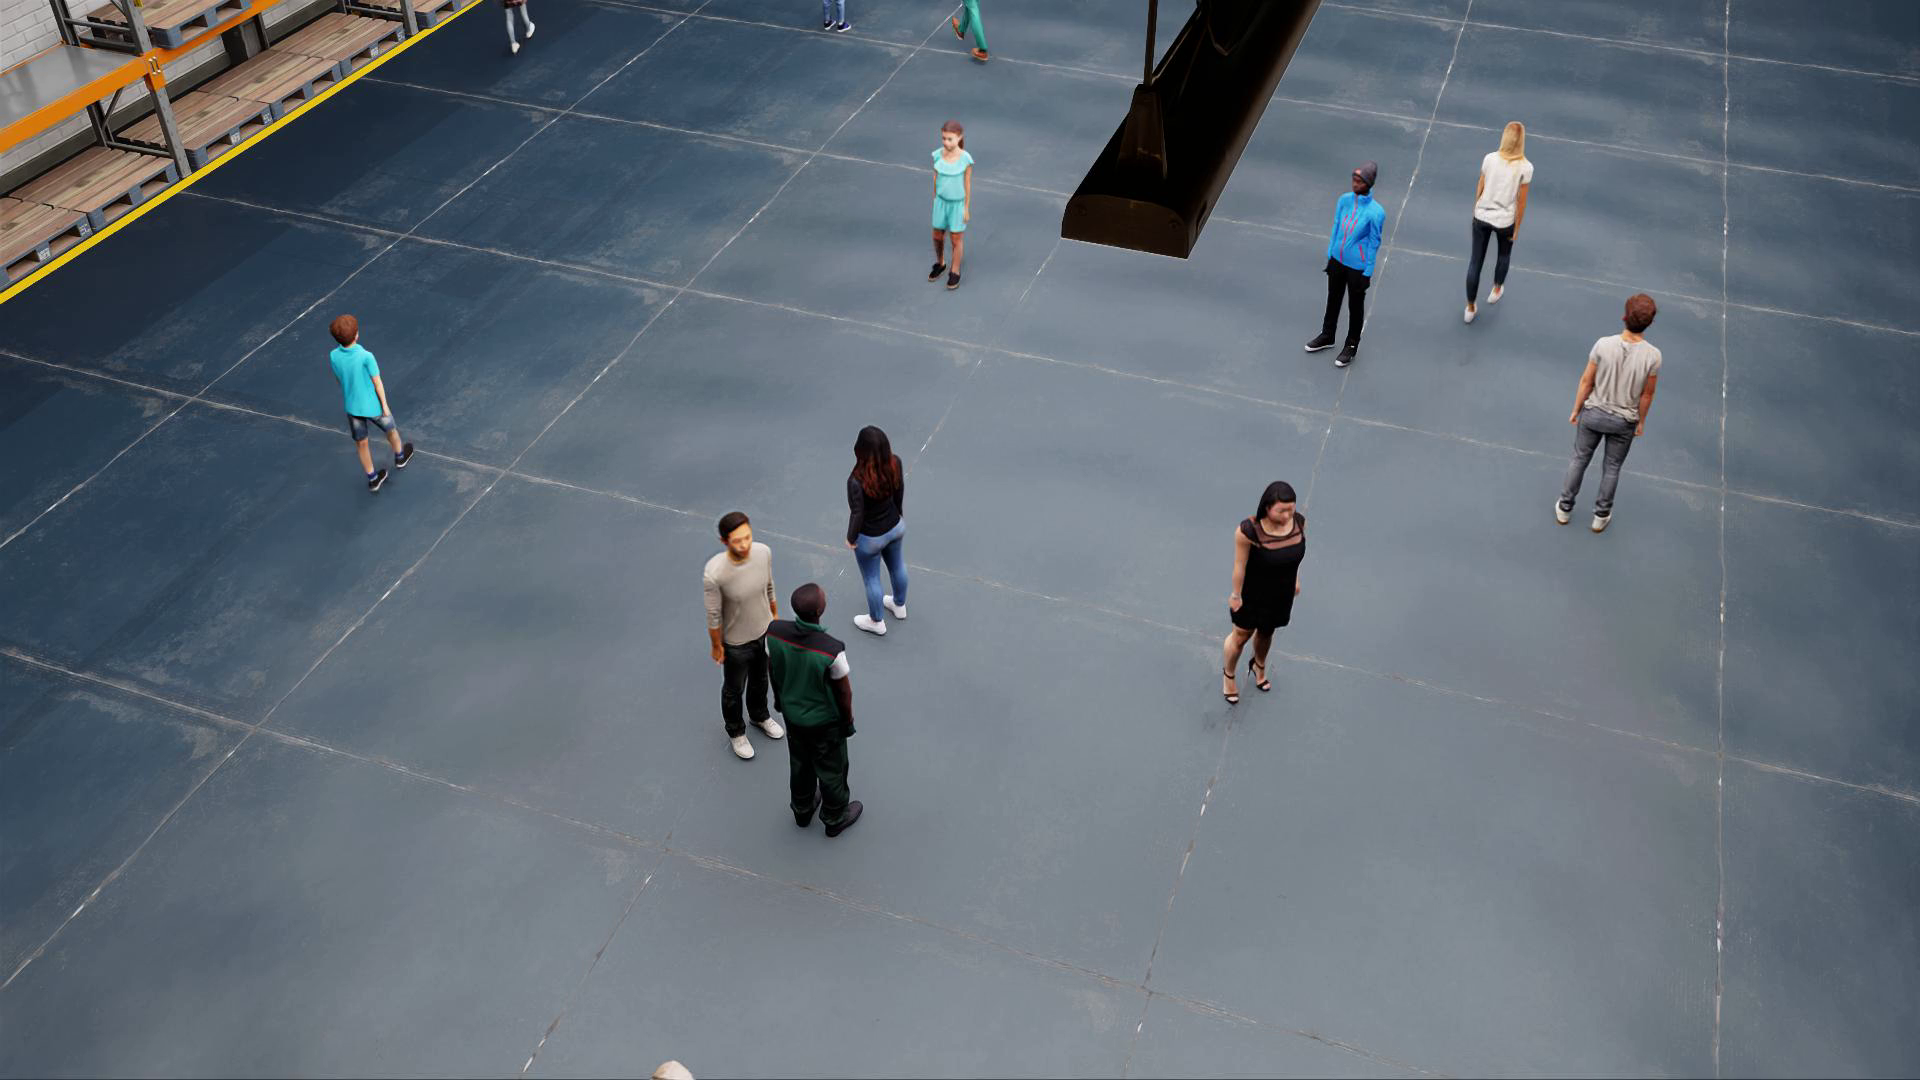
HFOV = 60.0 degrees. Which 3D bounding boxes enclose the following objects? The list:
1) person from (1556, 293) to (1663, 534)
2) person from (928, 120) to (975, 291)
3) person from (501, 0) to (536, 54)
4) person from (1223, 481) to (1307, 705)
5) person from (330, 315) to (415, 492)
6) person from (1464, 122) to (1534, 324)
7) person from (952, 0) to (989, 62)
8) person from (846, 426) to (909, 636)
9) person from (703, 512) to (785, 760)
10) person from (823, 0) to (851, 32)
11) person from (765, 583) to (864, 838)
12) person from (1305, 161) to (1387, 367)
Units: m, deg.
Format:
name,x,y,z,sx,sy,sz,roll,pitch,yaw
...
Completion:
name,x,y,z,sx,sy,sz,roll,pitch,yaw
person,4.667,-0.893,11.939,0.669,1.892,0.564,16,41,19
person,-0.054,-3.038,14.893,0.541,1.558,0.577,12,40,15
person,-5.184,-6.260,19.156,0.710,1.272,0.944,1,39,1
person,1.918,0.320,10.560,0.760,1.718,0.809,-13,41,-16
person,-4.483,-0.993,12.432,0.654,1.434,0.833,4,39,5
person,4.556,-2.672,14.254,0.612,1.783,0.885,16,41,19
person,0.186,-6.306,18.859,1.164,1.714,1.158,-19,42,-23
person,-0.547,-0.074,11.121,0.649,1.633,0.781,-31,48,-33
person,-1.325,0.549,10.200,0.648,1.808,0.796,-30,47,-32
person,-1.504,-6.667,19.681,0.496,1.254,0.487,15,41,18
person,-0.850,0.985,9.630,0.711,1.838,0.622,18,42,21
person,3.254,-2.304,13.785,0.697,1.793,0.694,-28,47,-31
